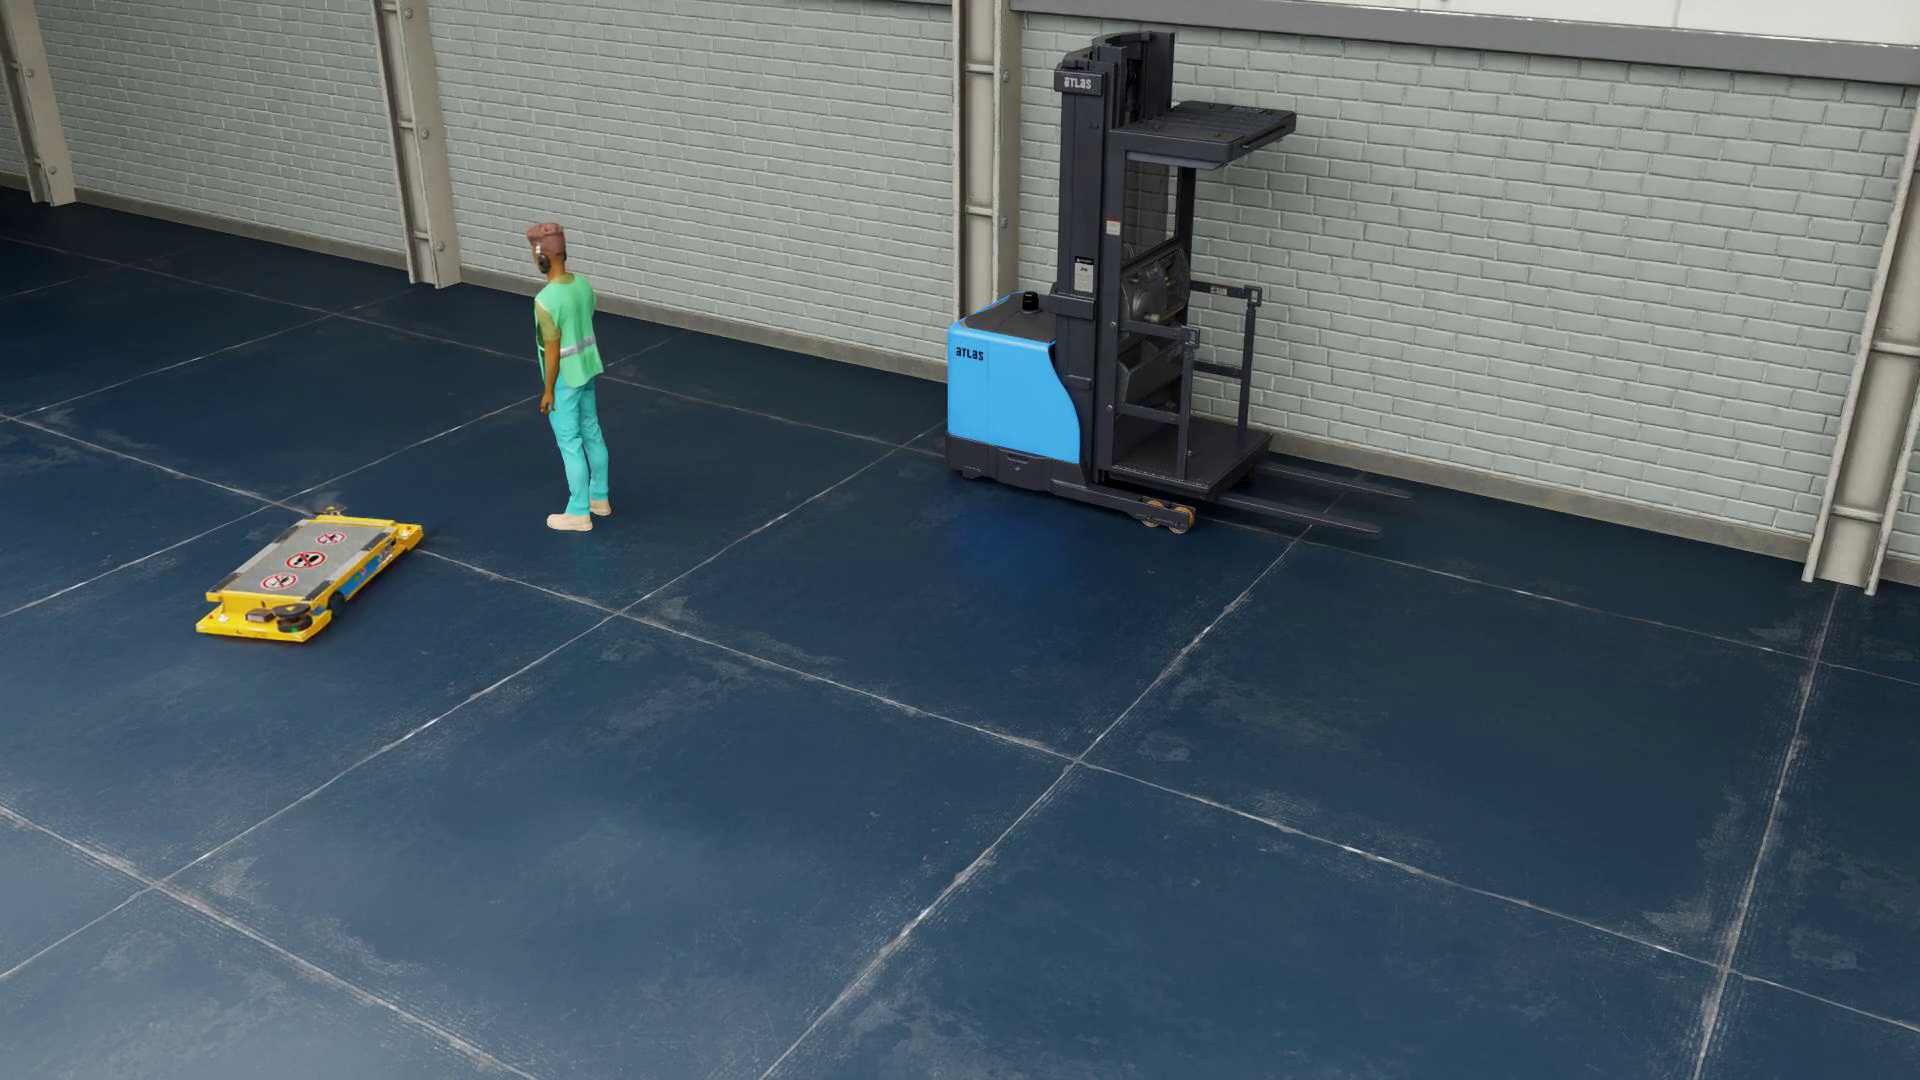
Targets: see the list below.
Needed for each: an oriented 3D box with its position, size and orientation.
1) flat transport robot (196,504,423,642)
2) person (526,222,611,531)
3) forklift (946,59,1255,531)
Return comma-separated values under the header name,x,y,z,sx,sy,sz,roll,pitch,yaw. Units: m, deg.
name,x,y,z,sx,sy,sz,roll,pitch,yaw
flat transport robot,-3.830,0.181,9.875,0.659,0.231,1.431,4,26,9
person,-2.441,-1.009,10.397,0.405,1.980,0.483,9,27,18
forklift,0.933,-1.707,10.833,1.873,2.768,1.129,15,29,28
